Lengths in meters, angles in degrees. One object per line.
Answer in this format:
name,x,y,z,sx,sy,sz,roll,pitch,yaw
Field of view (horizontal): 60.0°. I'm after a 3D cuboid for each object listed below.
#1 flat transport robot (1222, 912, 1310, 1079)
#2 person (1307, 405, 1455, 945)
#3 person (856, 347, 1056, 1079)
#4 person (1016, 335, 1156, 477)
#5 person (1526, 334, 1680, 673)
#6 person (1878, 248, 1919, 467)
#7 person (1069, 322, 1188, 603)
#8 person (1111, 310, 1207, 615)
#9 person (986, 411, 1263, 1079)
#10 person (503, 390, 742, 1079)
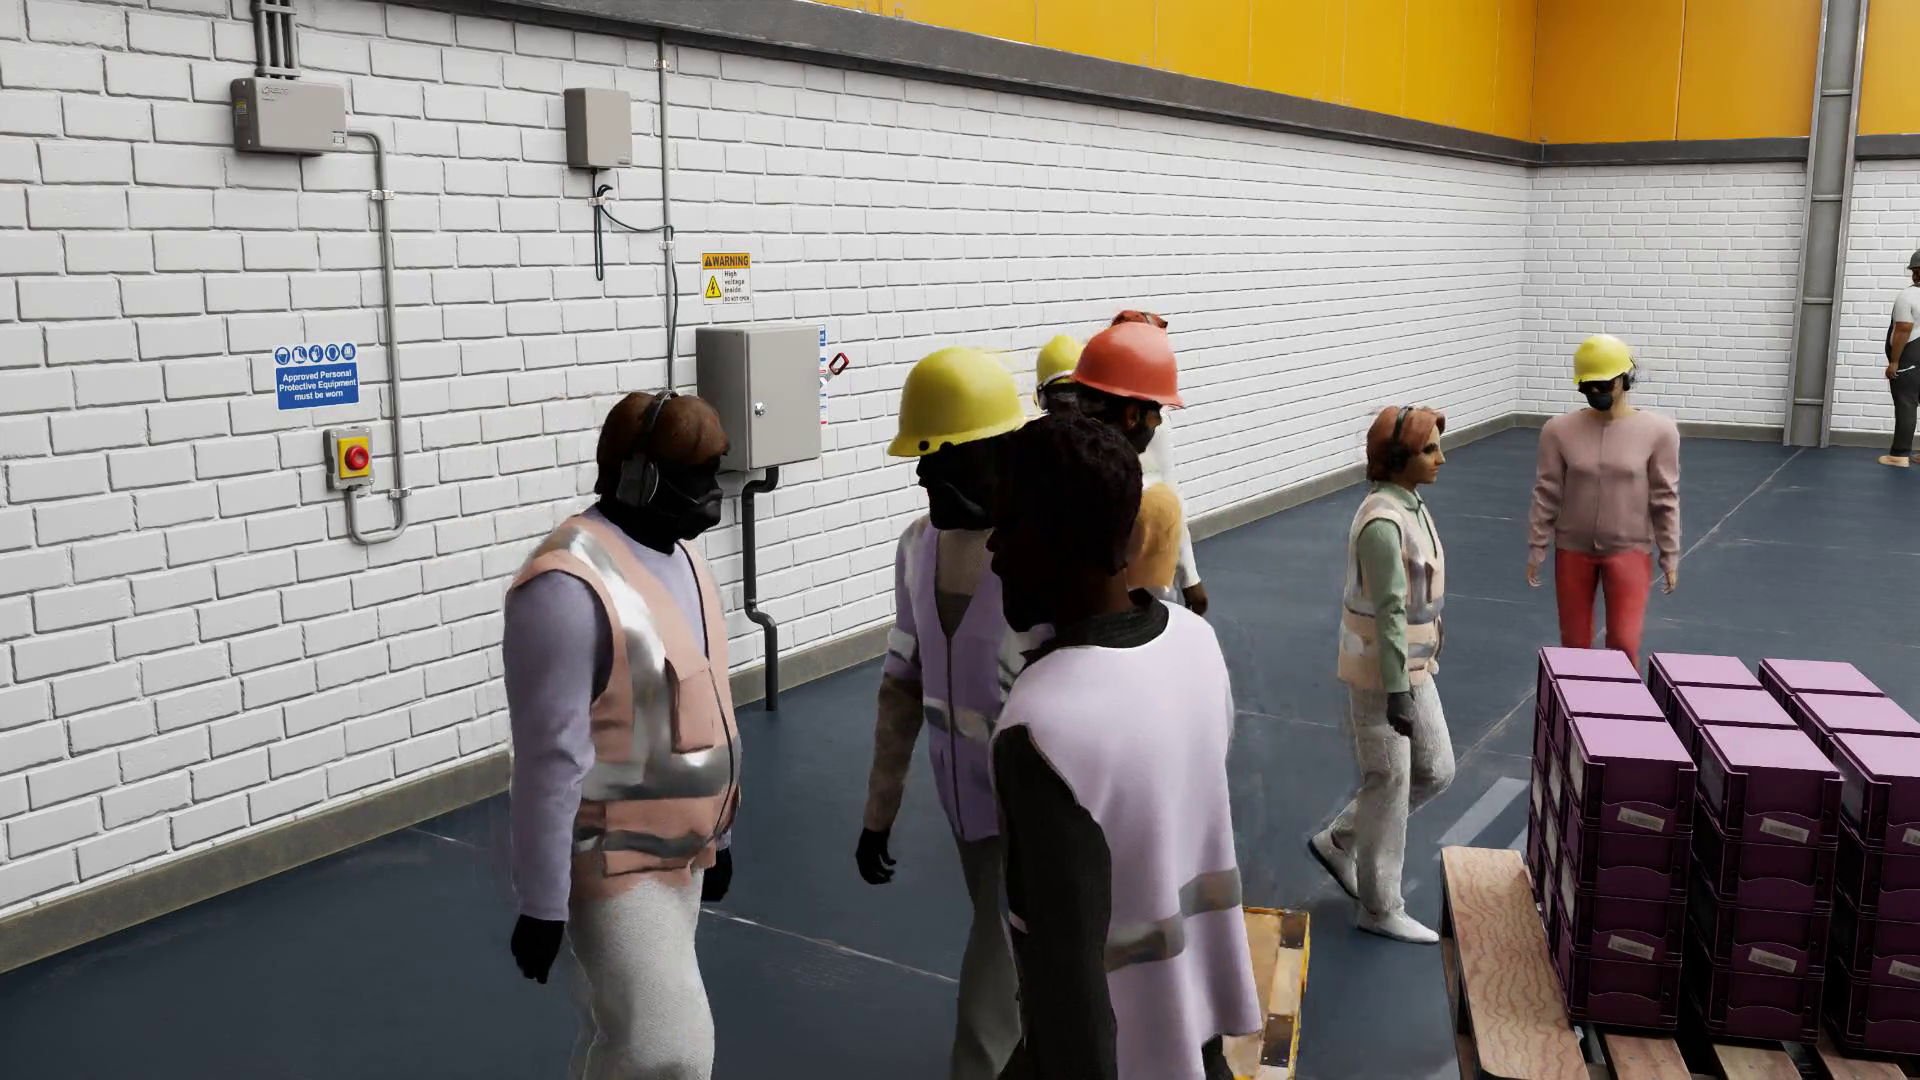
flat transport robot,0.524,1.220,4.211,0.652,0.197,1.431,3,11,14
person,1.298,0.407,4.968,0.383,1.626,0.517,6,12,28
person,-0.005,0.563,3.353,0.891,1.885,0.608,-8,13,-36
person,0.410,0.180,5.832,0.597,1.776,0.974,4,11,19
person,2.532,0.060,6.561,0.555,1.738,0.435,6,12,29
person,8.918,-1.708,15.530,0.688,2.000,0.536,-3,11,-14
person,0.322,0.416,4.157,0.627,1.899,0.644,8,13,39
person,0.667,0.095,6.091,0.914,1.835,0.593,-4,11,-20
person,0.209,0.732,2.520,1.072,1.860,0.595,7,12,35
person,-0.619,0.620,3.248,0.464,1.818,0.643,2,11,13
